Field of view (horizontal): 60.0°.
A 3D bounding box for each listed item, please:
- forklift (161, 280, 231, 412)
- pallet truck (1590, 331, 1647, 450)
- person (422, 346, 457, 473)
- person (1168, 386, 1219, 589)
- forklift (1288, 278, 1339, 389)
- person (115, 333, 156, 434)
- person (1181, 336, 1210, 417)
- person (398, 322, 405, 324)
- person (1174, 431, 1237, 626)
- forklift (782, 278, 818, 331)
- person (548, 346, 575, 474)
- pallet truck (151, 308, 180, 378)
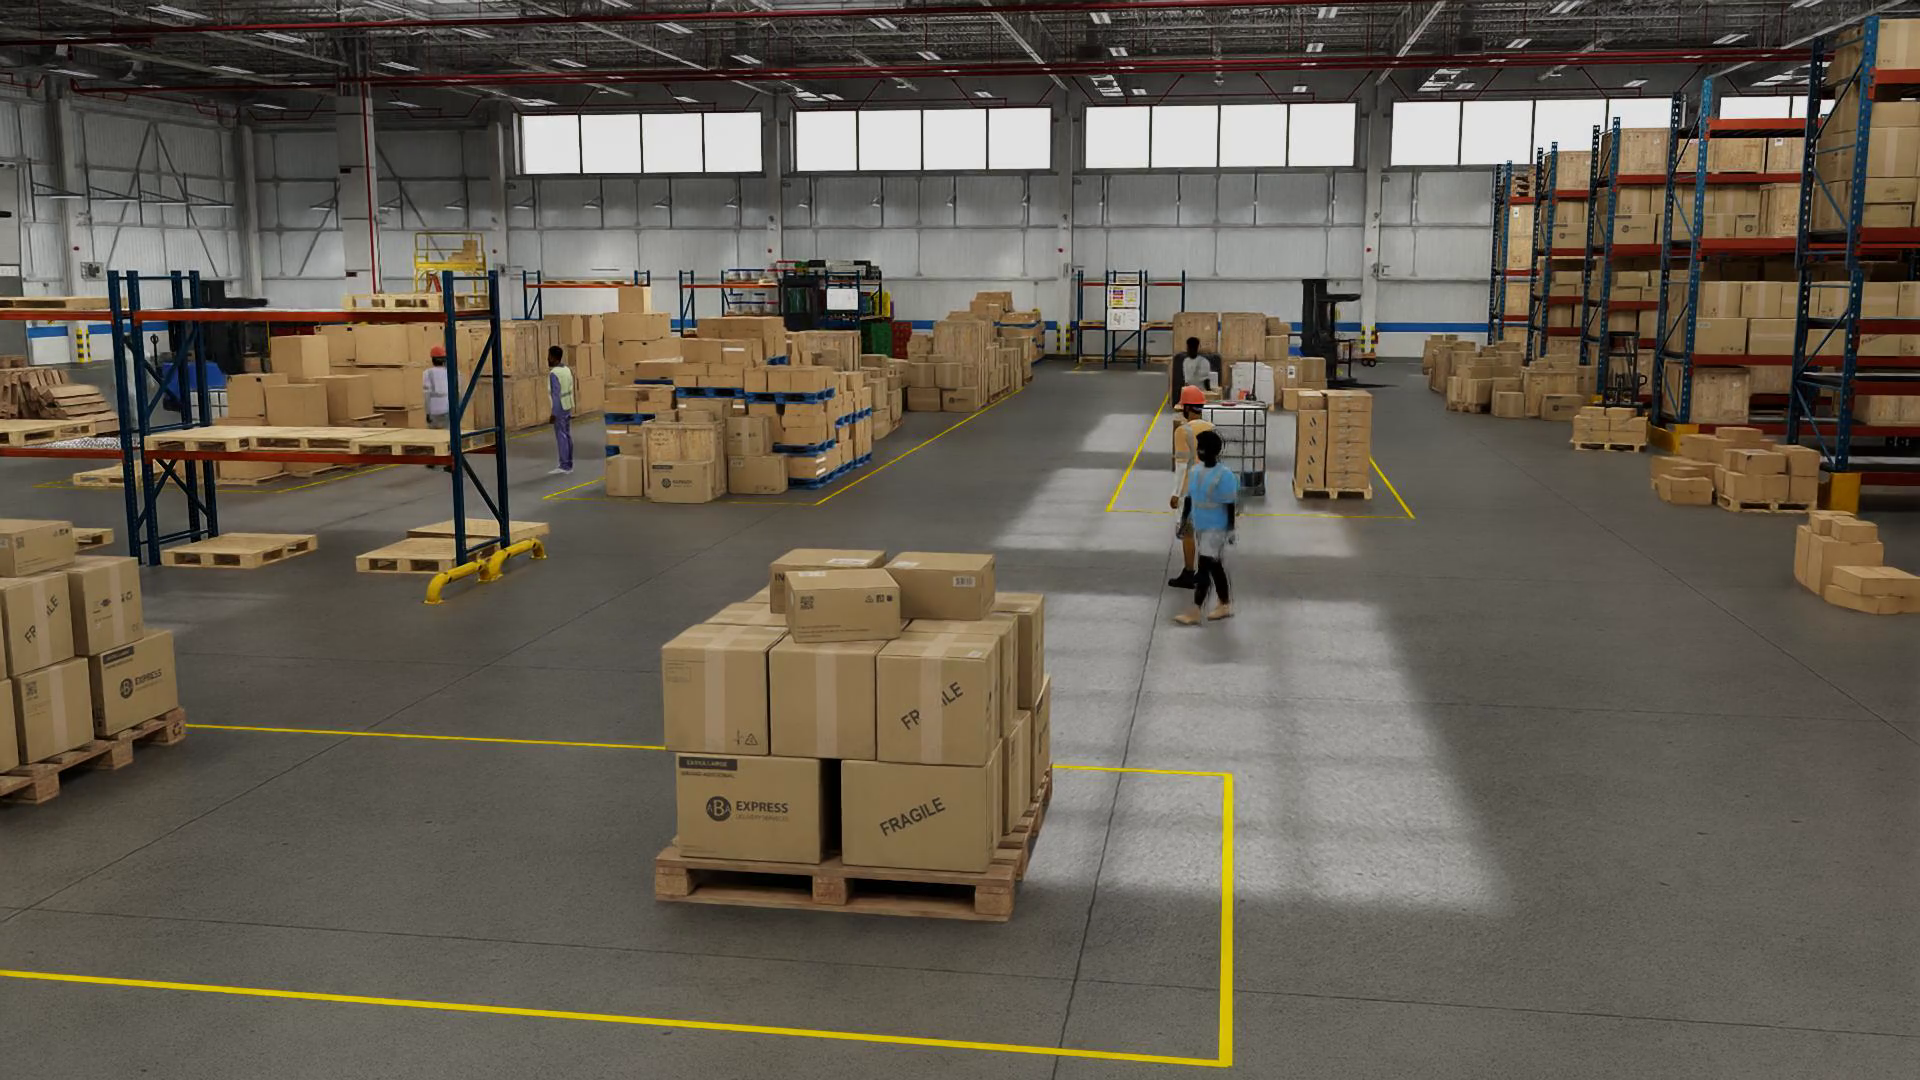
[{"bbox_3d":[-15.980,-4.153,35.530,1.129,2.768,1.873,9,13,43],"label":"forklift"},{"bbox_3d":[11.253,-2.573,28.499,0.823,1.965,1.885,5,10,27],"label":"pallet truck"},{"bbox_3d":[-7.889,-1.989,25.214,0.570,1.889,0.969,-6,11,-33],"label":"person"},{"bbox_3d":[2.210,-0.505,15.926,0.552,1.935,0.367,-8,12,-40],"label":"person"},{"bbox_3d":[9.079,-5.337,42.828,1.873,2.768,1.129,6,11,34],"label":"forklift"},{"bbox_3d":[-15.227,-2.878,30.759,1.023,1.882,0.652,6,11,34],"label":"person"},{"bbox_3d":[4.083,-2.516,28.371,0.801,1.932,0.650,-6,11,-35],"label":"person"},{"bbox_3d":[-15.244,-5.258,45.451,0.348,1.878,0.579,1,9,6],"label":"person"},{"bbox_3d":[2.061,-0.099,14.244,0.798,1.663,0.538,-5,10,-27],"label":"person"},{"bbox_3d":[-4.141,-5.400,43.219,1.129,2.768,1.873,-1,9,-9],"label":"forklift"},{"bbox_3d":[-5.956,-1.934,24.798,0.391,1.920,0.587,1,9,4],"label":"person"},{"bbox_3d":[-21.869,-5.598,47.154,0.823,1.965,1.885,4,10,26],"label":"pallet truck"}]
